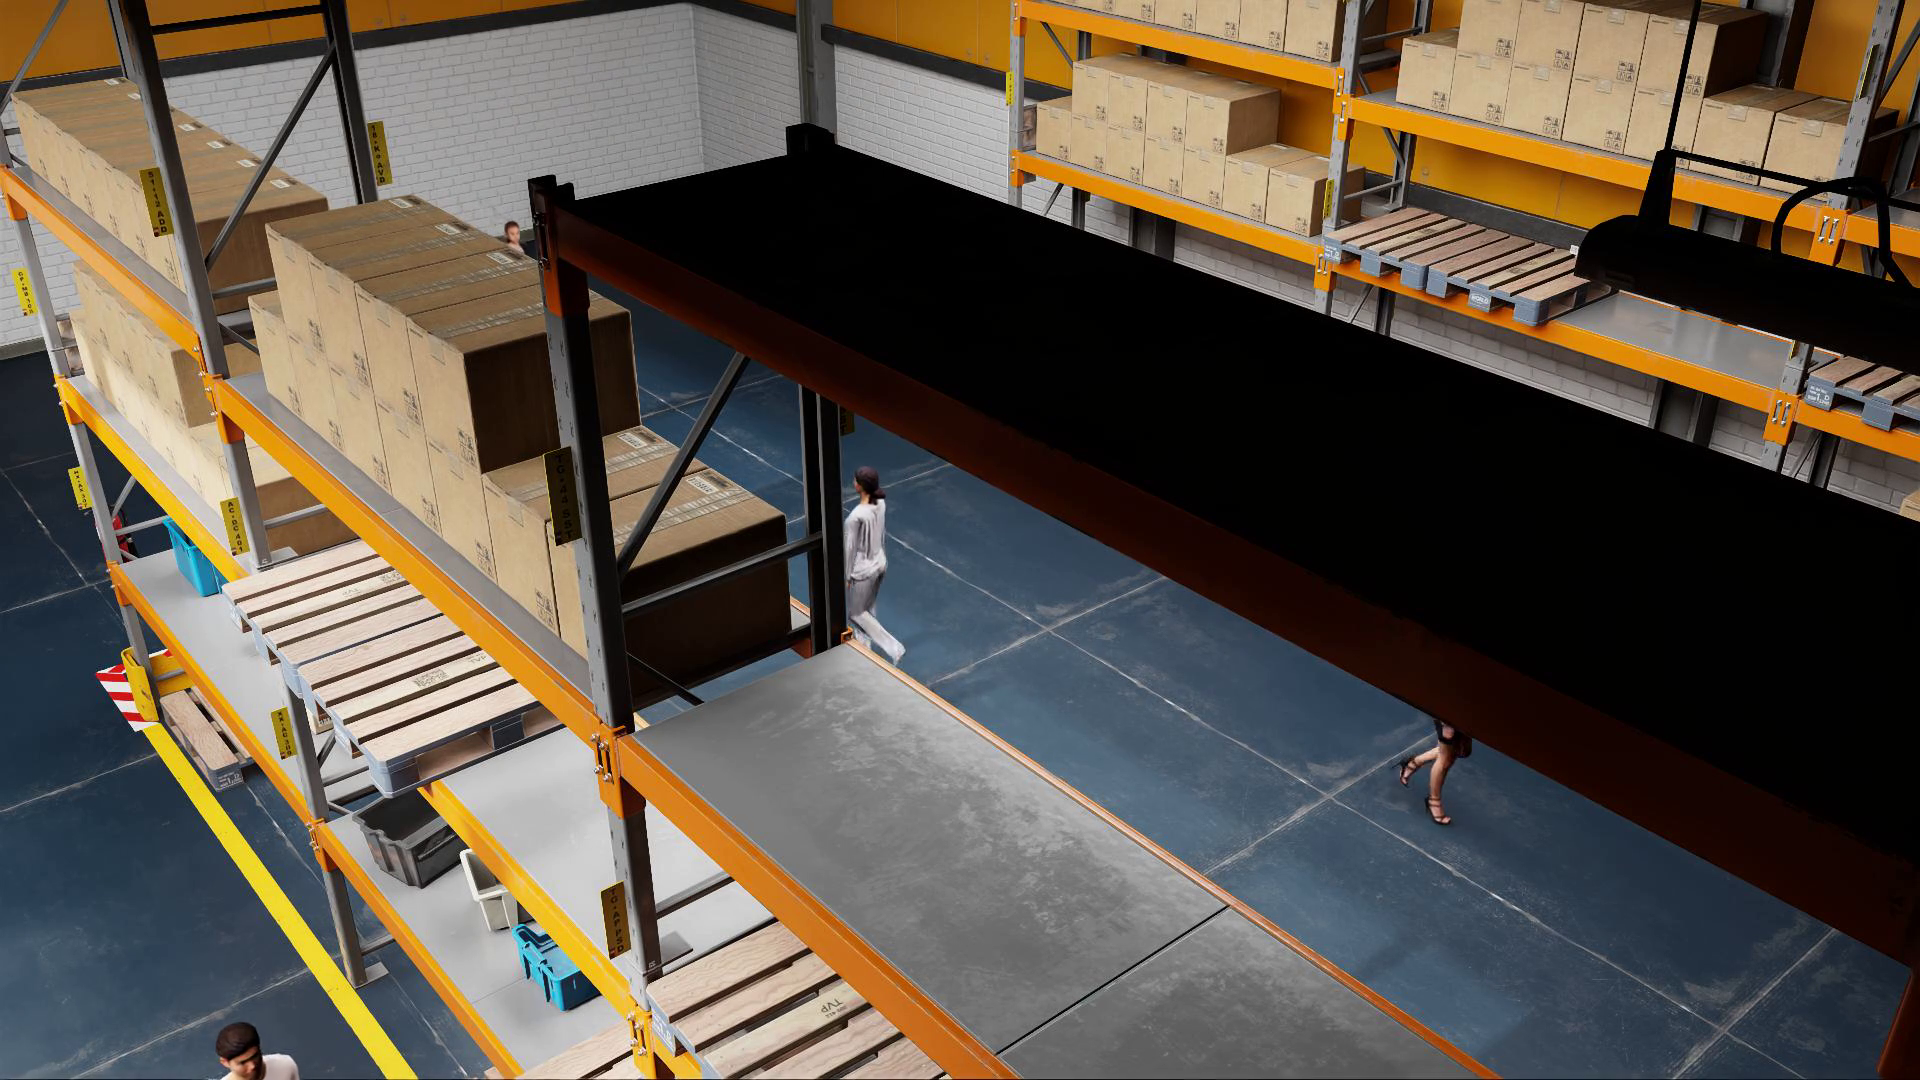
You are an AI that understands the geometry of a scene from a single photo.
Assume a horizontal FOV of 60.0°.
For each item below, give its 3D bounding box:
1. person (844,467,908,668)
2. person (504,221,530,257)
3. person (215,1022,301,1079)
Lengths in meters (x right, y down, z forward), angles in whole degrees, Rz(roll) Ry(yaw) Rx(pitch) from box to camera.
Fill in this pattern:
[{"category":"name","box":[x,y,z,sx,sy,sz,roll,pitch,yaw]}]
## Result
[{"category":"person","box":[-0.674,0.267,13.107,0.941,1.758,0.772,17,33,28]},{"category":"person","box":[-5.140,-2.931,19.209,0.654,1.529,1.067,-15,32,-26]},{"category":"person","box":[-3.429,2.989,8.177,0.664,1.701,0.990,-25,37,-37]}]
